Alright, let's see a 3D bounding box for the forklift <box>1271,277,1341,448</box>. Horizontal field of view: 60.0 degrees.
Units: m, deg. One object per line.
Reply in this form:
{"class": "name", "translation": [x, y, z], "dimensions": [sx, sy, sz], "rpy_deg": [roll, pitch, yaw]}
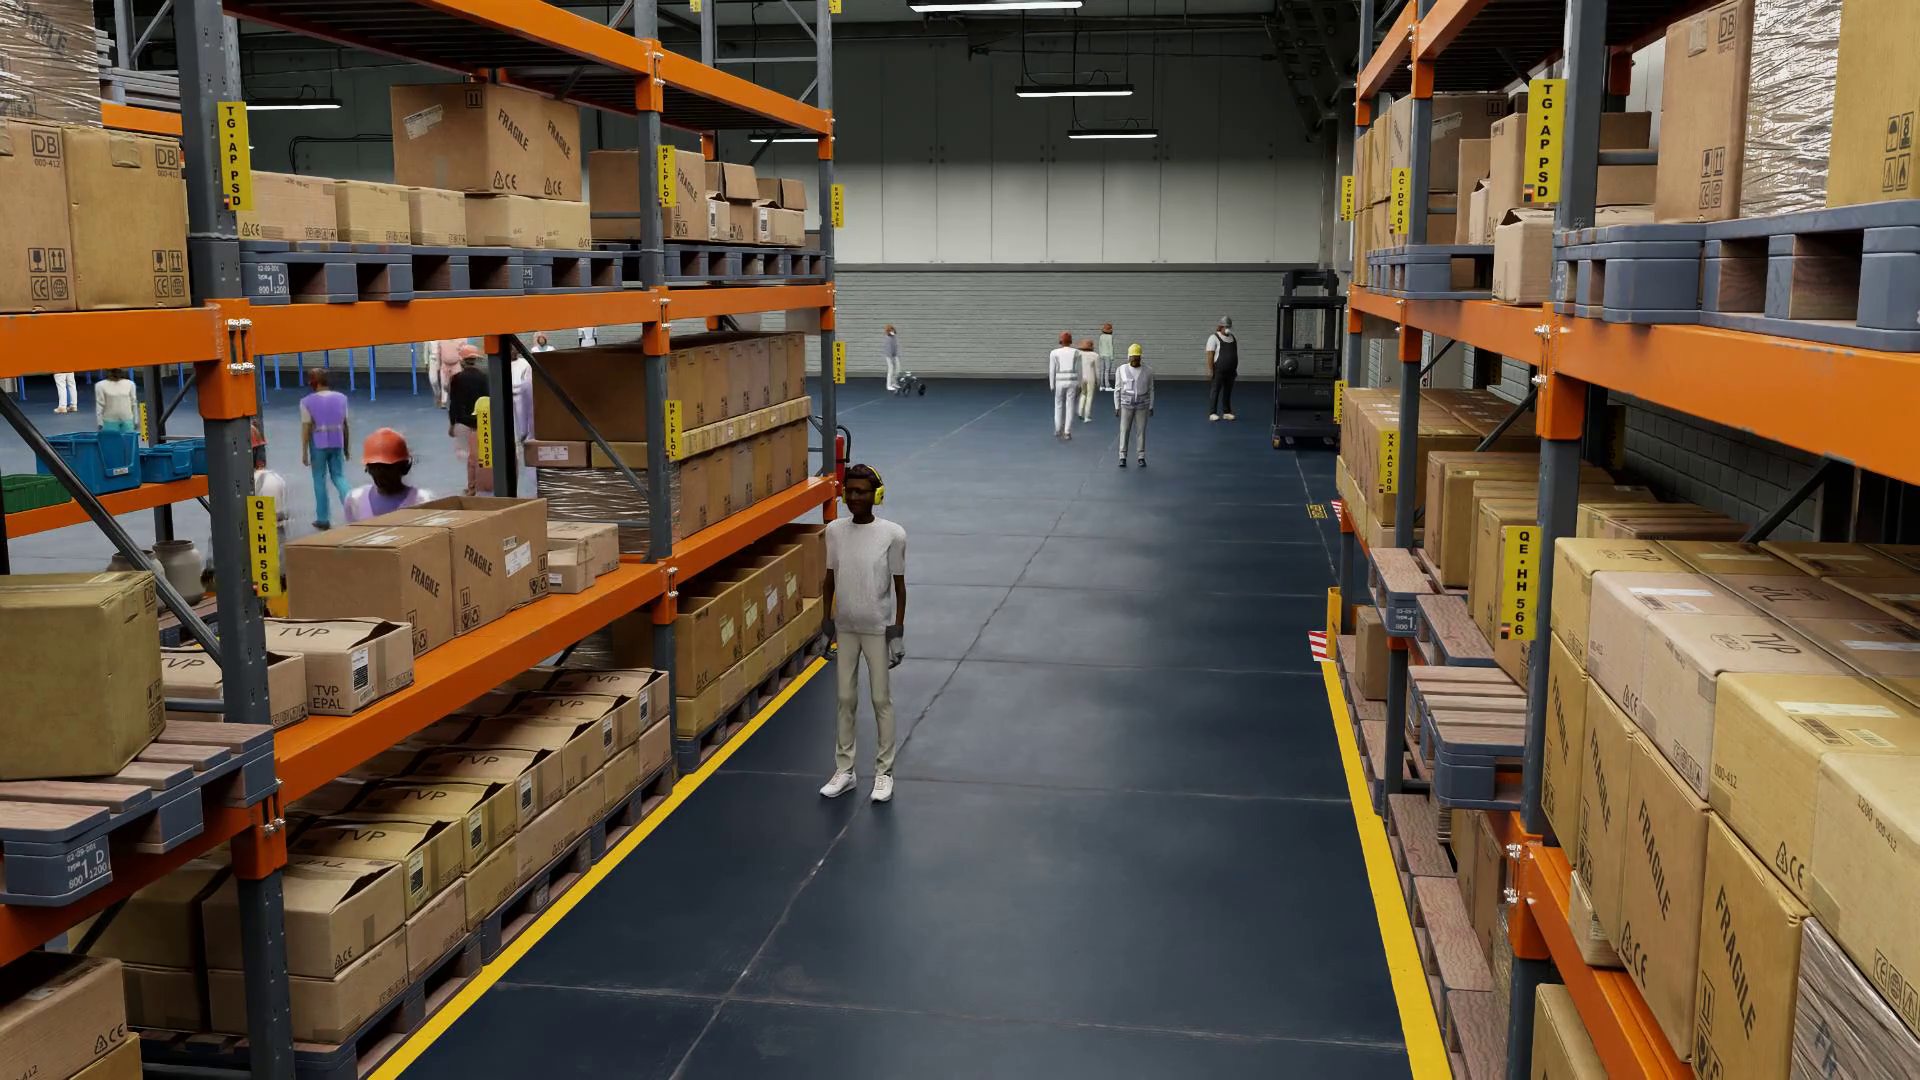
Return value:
{"class": "forklift", "translation": [5.847, -3.016, 27.970], "dimensions": [1.129, 2.768, 1.873], "rpy_deg": [1, 9, 9]}

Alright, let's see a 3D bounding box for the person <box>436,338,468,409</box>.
{"class": "person", "translation": [-10.495, -3.593, 34.416], "dimensions": [0.668, 1.893, 0.500], "rpy_deg": [0, 9, 1]}

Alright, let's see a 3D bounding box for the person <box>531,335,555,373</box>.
{"class": "person", "translation": [-8.560, -3.403, 34.176], "dimensions": [0.539, 1.593, 0.856], "rpy_deg": [-2, 9, -12]}

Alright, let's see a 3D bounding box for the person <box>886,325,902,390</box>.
{"class": "person", "translation": [-1.655, -4.457, 40.685], "dimensions": [0.372, 1.596, 0.588], "rpy_deg": [5, 11, 30]}

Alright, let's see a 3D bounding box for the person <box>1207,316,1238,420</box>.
{"class": "person", "translation": [5.201, -3.354, 32.636], "dimensions": [0.688, 2.000, 0.536], "rpy_deg": [-5, 11, -29]}

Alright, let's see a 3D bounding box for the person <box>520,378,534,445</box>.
{"class": "person", "translation": [-5.083, -1.359, 20.684], "dimensions": [0.684, 1.872, 0.855], "rpy_deg": [-1, 9, -4]}

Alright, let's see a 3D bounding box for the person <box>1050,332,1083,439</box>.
{"class": "person", "translation": [1.855, -2.709, 29.137], "dimensions": [0.579, 1.848, 0.801], "rpy_deg": [0, 9, 2]}

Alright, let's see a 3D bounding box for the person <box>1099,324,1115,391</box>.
{"class": "person", "translation": [3.575, -4.451, 40.515], "dimensions": [0.284, 1.634, 0.498], "rpy_deg": [-5, 11, -31]}

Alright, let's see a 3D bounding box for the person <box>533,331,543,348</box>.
{"class": "person", "translation": [-10.751, -4.826, 42.415], "dimensions": [0.299, 1.772, 0.533], "rpy_deg": [-4, 10, -21]}

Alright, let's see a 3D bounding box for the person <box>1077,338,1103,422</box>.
{"class": "person", "translation": [2.482, -3.084, 32.140], "dimensions": [0.505, 1.621, 0.371], "rpy_deg": [5, 10, 28]}

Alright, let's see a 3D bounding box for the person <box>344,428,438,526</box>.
{"class": "person", "translation": [-3.285, 0.365, 9.605], "dimensions": [0.655, 2.021, 0.598], "rpy_deg": [1, 9, 7]}

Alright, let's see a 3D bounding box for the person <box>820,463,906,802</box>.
{"class": "person", "translation": [-0.543, 0.507, 9.206], "dimensions": [0.514, 1.876, 0.328], "rpy_deg": [3, 10, 18]}

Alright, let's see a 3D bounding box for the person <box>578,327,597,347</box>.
{"class": "person", "translation": [-10.202, -5.309, 45.622], "dimensions": [0.535, 1.697, 0.318], "rpy_deg": [-5, 11, -29]}

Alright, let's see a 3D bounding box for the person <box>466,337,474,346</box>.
{"class": "person", "translation": [-12.136, -4.557, 40.974], "dimensions": [0.321, 1.697, 0.530], "rpy_deg": [0, 9, 1]}

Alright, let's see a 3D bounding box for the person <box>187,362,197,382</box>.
{"class": "person", "translation": [-20.005, -5.109, 43.721], "dimensions": [0.757, 1.918, 0.549], "rpy_deg": [1, 9, 4]}

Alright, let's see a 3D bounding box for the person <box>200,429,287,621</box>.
{"class": "person", "translation": [-4.858, 0.167, 11.171], "dimensions": [0.572, 1.905, 0.782], "rpy_deg": [6, 11, 31]}

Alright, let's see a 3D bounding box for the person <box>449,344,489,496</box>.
{"class": "person", "translation": [-6.300, -1.539, 21.503], "dimensions": [0.554, 1.976, 0.644], "rpy_deg": [6, 11, 32]}

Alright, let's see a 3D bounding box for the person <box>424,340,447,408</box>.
{"class": "person", "translation": [-11.068, -3.769, 35.384], "dimensions": [0.639, 1.932, 0.442], "rpy_deg": [-2, 9, -11]}

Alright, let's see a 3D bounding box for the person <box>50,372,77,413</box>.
{"class": "person", "translation": [-18.590, -3.563, 34.425], "dimensions": [0.430, 1.838, 0.619], "rpy_deg": [3, 10, 19]}

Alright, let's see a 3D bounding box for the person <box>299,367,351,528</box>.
{"class": "person", "translation": [-7.181, -1.043, 18.874], "dimensions": [0.578, 1.829, 0.593], "rpy_deg": [8, 12, 39]}

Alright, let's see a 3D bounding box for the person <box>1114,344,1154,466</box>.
{"class": "person", "translation": [2.611, -2.018, 24.904], "dimensions": [0.599, 1.829, 0.404], "rpy_deg": [0, 9, 0]}

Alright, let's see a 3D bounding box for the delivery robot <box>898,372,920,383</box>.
{"class": "delivery robot", "translation": [-1.200, -3.838, 39.103], "dimensions": [0.335, 0.223, 0.698], "rpy_deg": [5, 11, 30]}

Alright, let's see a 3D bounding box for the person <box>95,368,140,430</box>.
{"class": "person", "translation": [-11.608, -1.655, 22.926], "dimensions": [0.526, 1.754, 0.416], "rpy_deg": [-8, 12, -42]}

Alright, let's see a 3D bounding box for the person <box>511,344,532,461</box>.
{"class": "person", "translation": [-6.856, -2.143, 25.555], "dimensions": [0.587, 1.867, 0.444], "rpy_deg": [-2, 9, -12]}

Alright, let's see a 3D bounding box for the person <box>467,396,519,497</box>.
{"class": "person", "translation": [-4.350, -0.449, 15.436], "dimensions": [0.533, 1.767, 0.326], "rpy_deg": [3, 10, 21]}
